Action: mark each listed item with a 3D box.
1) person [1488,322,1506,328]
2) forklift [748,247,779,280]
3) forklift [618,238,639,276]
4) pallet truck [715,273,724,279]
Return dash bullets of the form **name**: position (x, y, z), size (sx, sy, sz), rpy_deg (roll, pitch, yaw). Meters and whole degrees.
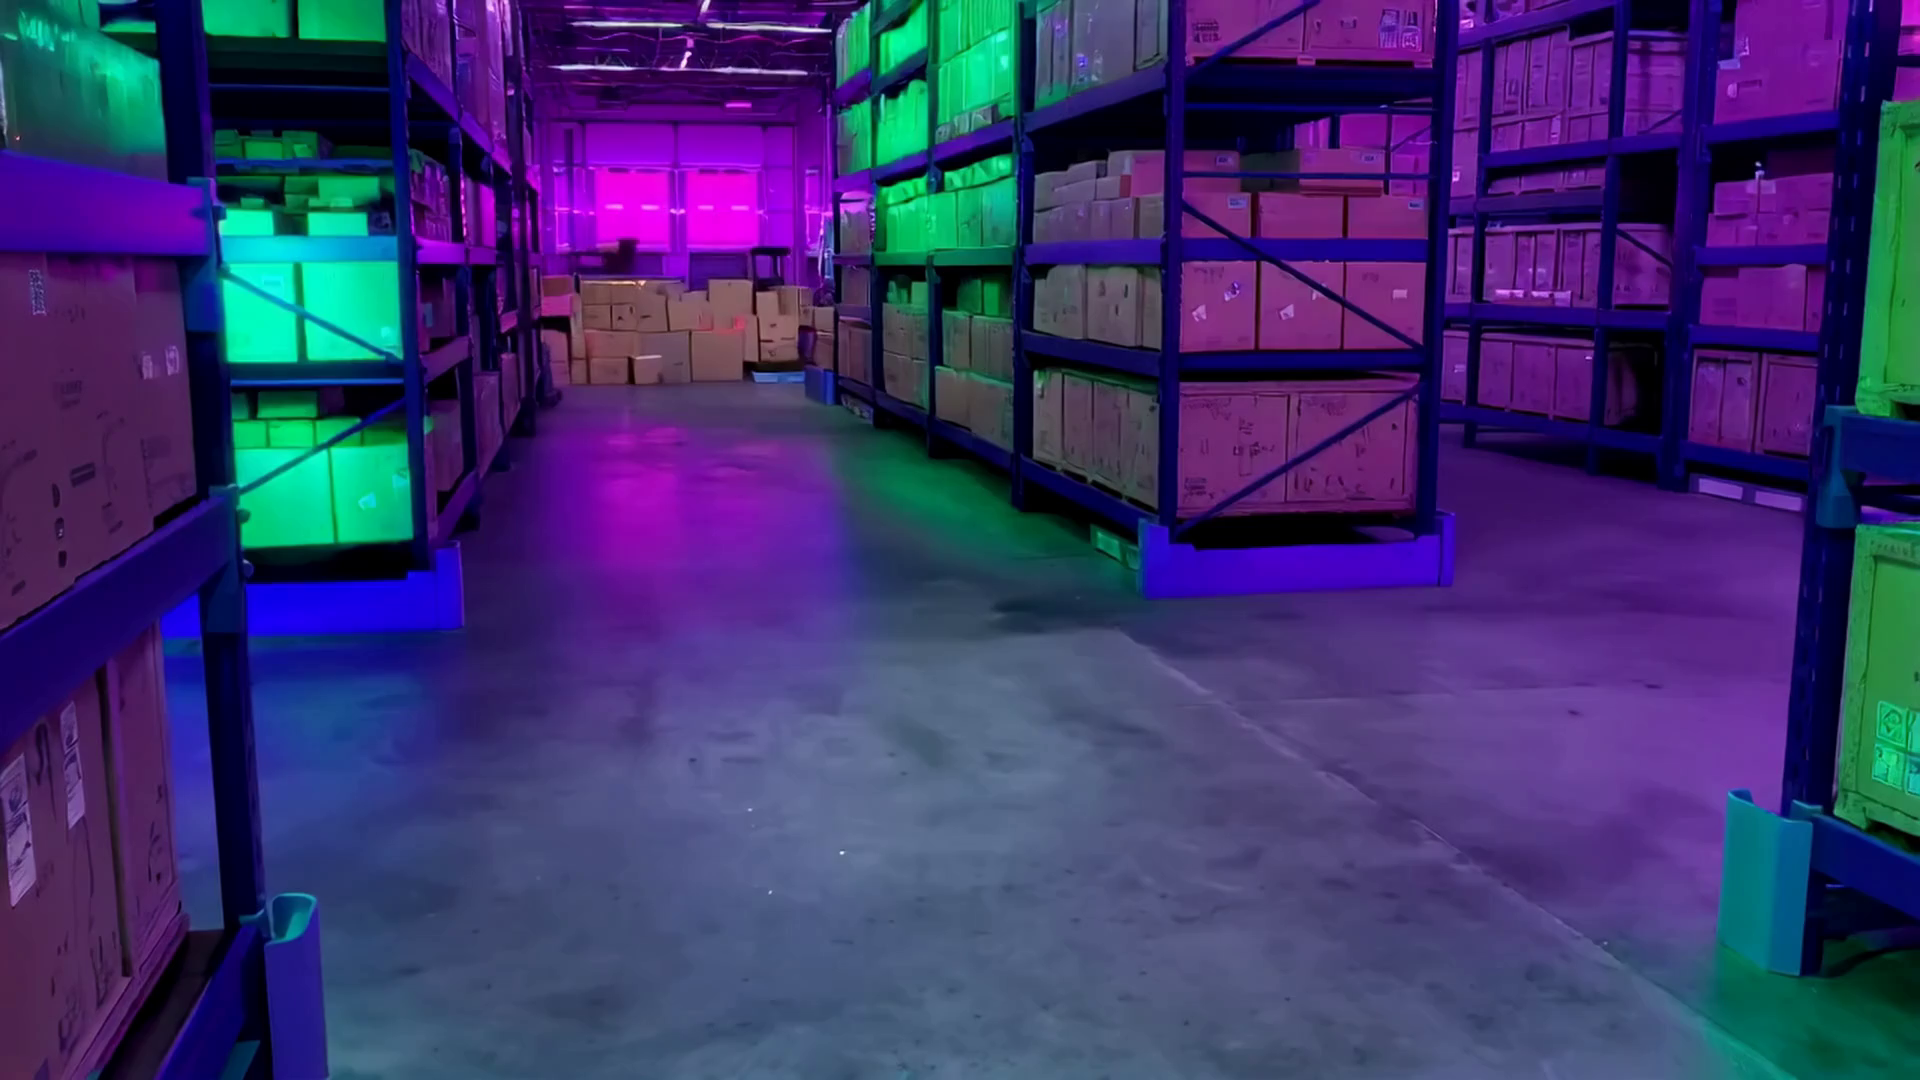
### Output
- **person**: position (10.035, -3.833, 31.053), size (0.357, 1.938, 0.542), rpy_deg (2, 10, 14)
- **forklift**: position (-6.003, -7.579, 51.020), size (1.129, 2.768, 1.873), rpy_deg (-6, 11, -31)
- **forklift**: position (-7.097, -5.059, 35.659), size (1.873, 2.768, 1.129), rpy_deg (-2, 10, -13)
- **pallet truck**: position (-8.580, -8.986, 62.280), size (1.885, 1.965, 0.823), rpy_deg (1, 9, 5)
